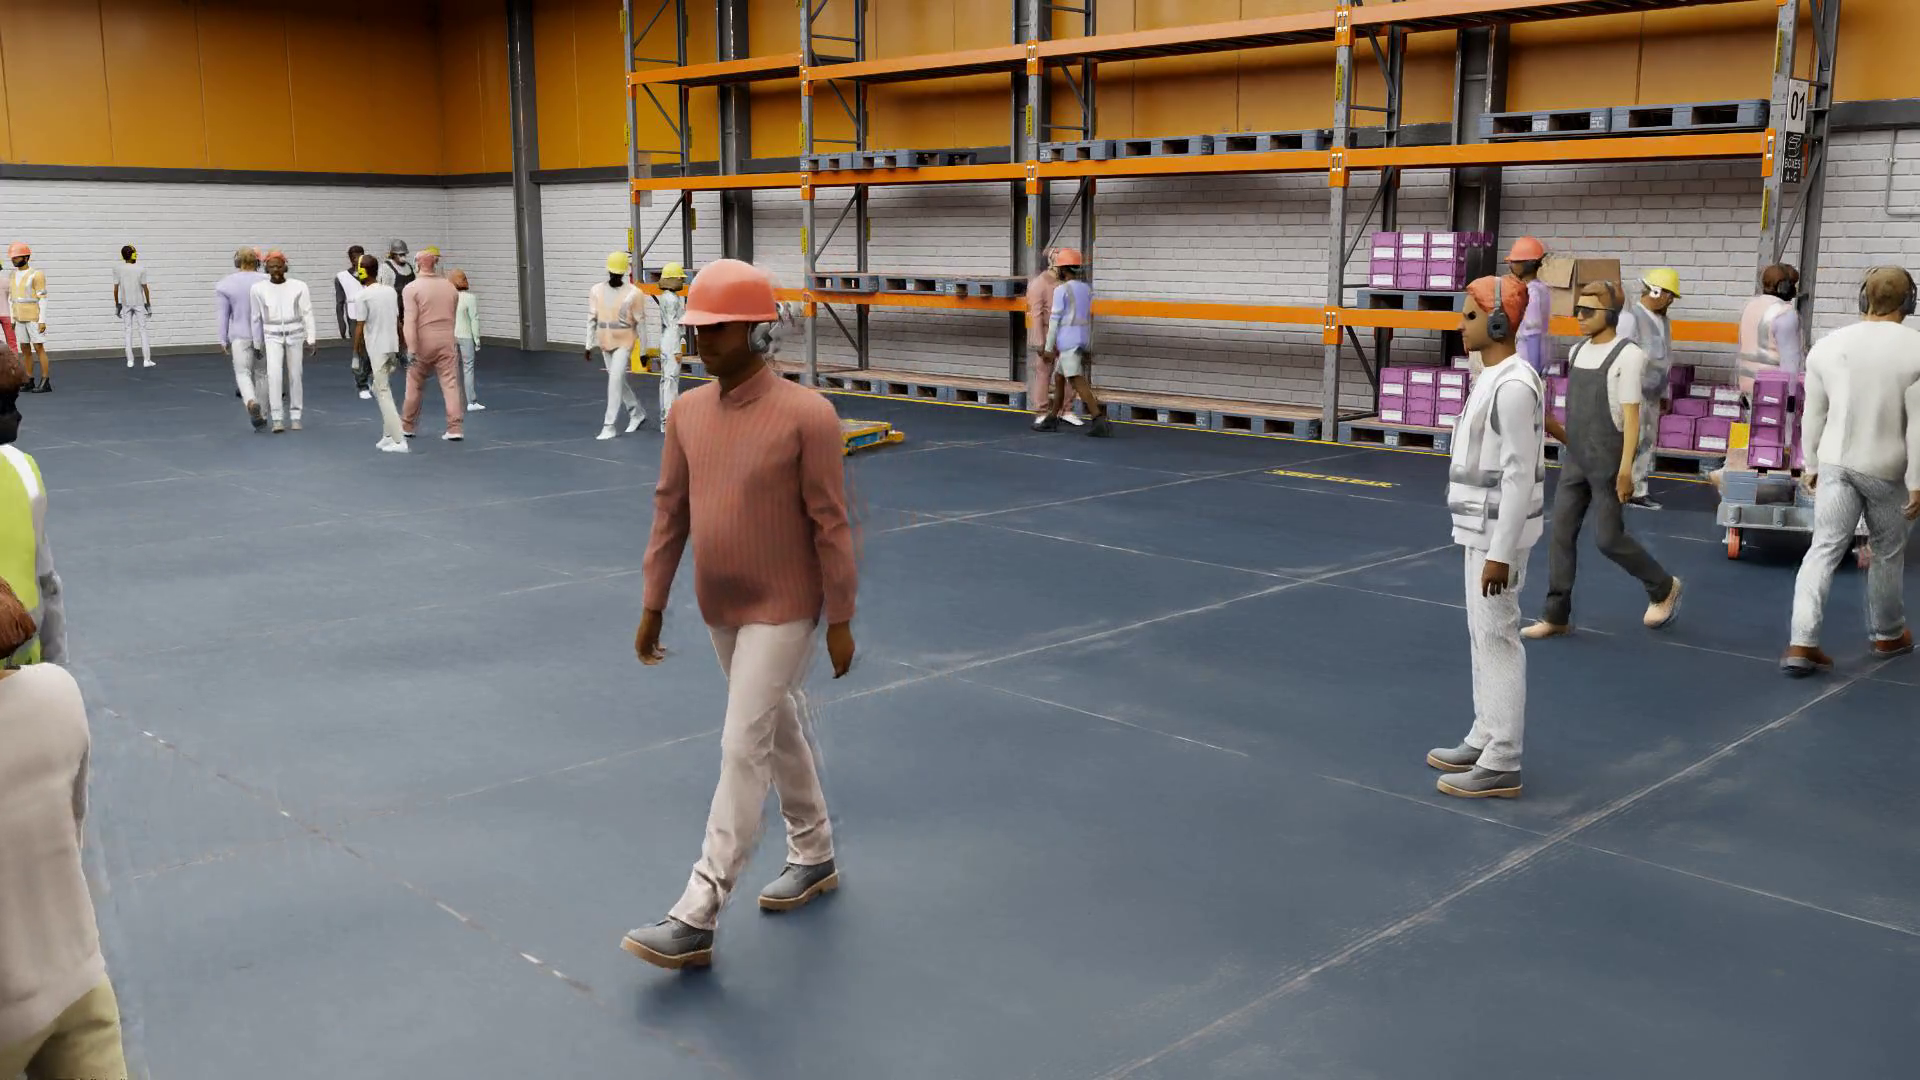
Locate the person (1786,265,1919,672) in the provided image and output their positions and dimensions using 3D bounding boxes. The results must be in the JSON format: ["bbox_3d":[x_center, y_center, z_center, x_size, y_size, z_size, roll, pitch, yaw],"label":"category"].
[{"bbox_3d":[4.209,-0.326,7.751,1.020,1.890,0.650,-8,13,-39],"label":"person"}]

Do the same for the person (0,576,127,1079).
[{"bbox_3d":[-1.475,0.752,2.647,0.801,1.599,0.499,2,11,13],"label":"person"}]

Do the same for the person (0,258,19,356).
[{"bbox_3d":[-13.286,-3.063,23.002,0.527,1.767,0.310,-7,12,-32],"label":"person"}]

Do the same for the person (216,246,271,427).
[{"bbox_3d":[-7.368,-2.094,17.313,0.633,1.916,0.775,-6,12,-28],"label":"person"}]

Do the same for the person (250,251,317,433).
[{"bbox_3d":[-6.941,-2.019,17.088,0.600,1.845,0.878,-4,11,-23],"label":"person"}]

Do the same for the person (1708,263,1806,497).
[{"bbox_3d":[5.889,-1.114,12.207,0.665,1.824,0.628,0,10,0],"label":"person"}]

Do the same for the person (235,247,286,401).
[{"bbox_3d":[-8.641,-2.656,20.473,0.994,1.889,0.547,10,14,44],"label":"person"}]

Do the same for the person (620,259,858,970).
[{"bbox_3d":[-0.679,0.197,4.711,0.640,1.942,1.005,8,13,37],"label":"person"}]

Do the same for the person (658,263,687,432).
[{"bbox_3d":[-2.919,-1.948,16.975,0.306,1.745,0.483,-4,11,-19],"label":"person"}]

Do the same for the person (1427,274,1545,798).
[{"bbox_3d":[1.924,-0.009,6.017,0.337,1.882,0.584,2,11,10],"label":"person"}]

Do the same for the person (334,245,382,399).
[{"bbox_3d":[-7.473,-2.720,20.758,0.622,1.902,0.530,-9,14,-41],"label":"person"}]

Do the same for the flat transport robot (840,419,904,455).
[{"bbox_3d":[-1.141,-0.976,15.693,0.652,0.197,1.431,5,11,24],"label":"flat transport robot"}]

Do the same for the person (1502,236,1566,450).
[{"bbox_3d":[4.656,-1.433,13.428,0.878,2.020,0.603,5,12,27],"label":"person"}]

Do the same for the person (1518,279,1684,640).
[{"bbox_3d":[3.246,-0.388,8.297,0.785,1.824,0.513,-3,11,-18],"label":"person"}]

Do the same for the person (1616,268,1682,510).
[{"bbox_3d":[5.024,-1.132,12.415,0.629,1.784,0.587,-8,13,-38],"label":"person"}]

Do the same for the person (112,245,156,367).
[{"bbox_3d":[-12.750,-3.596,25.639,0.514,1.865,0.327,-2,11,-12],"label":"person"}]

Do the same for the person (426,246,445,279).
[{"bbox_3d":[-9.506,-4.389,30.068,0.586,1.824,0.404,5,12,26],"label":"person"}]

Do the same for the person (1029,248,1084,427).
[{"bbox_3d":[1.047,-2.119,17.504,0.686,1.882,0.659,-8,13,-39],"label":"person"}]

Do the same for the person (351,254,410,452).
[{"bbox_3d":[-5.444,-1.725,15.492,0.632,1.835,0.539,4,11,22],"label":"person"}]

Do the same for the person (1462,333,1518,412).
[{"bbox_3d":[3.962,-1.047,12.399,0.394,1.614,0.520,-3,11,-15],"label":"person"}]

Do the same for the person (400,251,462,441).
[{"bbox_3d":[-5.291,-1.923,16.538,0.964,1.855,0.664,9,14,41],"label":"person"}]

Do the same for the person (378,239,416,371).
[{"bbox_3d":[-8.301,-3.496,24.606,1.020,2.000,0.749,5,12,27],"label":"person"}]

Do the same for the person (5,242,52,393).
[{"bbox_3d":[-12.008,-2.855,21.395,0.551,1.934,0.358,3,11,17],"label":"person"}]

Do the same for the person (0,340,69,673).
[{"bbox_3d":[-2.438,0.414,3.949,0.465,1.803,0.723,3,11,17],"label":"person"}]

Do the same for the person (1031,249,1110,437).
[{"bbox_3d":[1.142,-1.993,16.827,0.983,1.894,0.560,7,13,35],"label":"person"}]

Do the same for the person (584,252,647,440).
[{"bbox_3d":[-3.433,-1.975,16.838,0.610,1.871,0.949,5,11,24],"label":"person"}]

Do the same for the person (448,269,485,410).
[{"bbox_3d":[-5.782,-2.315,19.270,0.501,1.636,0.278,3,11,14],"label":"person"}]
